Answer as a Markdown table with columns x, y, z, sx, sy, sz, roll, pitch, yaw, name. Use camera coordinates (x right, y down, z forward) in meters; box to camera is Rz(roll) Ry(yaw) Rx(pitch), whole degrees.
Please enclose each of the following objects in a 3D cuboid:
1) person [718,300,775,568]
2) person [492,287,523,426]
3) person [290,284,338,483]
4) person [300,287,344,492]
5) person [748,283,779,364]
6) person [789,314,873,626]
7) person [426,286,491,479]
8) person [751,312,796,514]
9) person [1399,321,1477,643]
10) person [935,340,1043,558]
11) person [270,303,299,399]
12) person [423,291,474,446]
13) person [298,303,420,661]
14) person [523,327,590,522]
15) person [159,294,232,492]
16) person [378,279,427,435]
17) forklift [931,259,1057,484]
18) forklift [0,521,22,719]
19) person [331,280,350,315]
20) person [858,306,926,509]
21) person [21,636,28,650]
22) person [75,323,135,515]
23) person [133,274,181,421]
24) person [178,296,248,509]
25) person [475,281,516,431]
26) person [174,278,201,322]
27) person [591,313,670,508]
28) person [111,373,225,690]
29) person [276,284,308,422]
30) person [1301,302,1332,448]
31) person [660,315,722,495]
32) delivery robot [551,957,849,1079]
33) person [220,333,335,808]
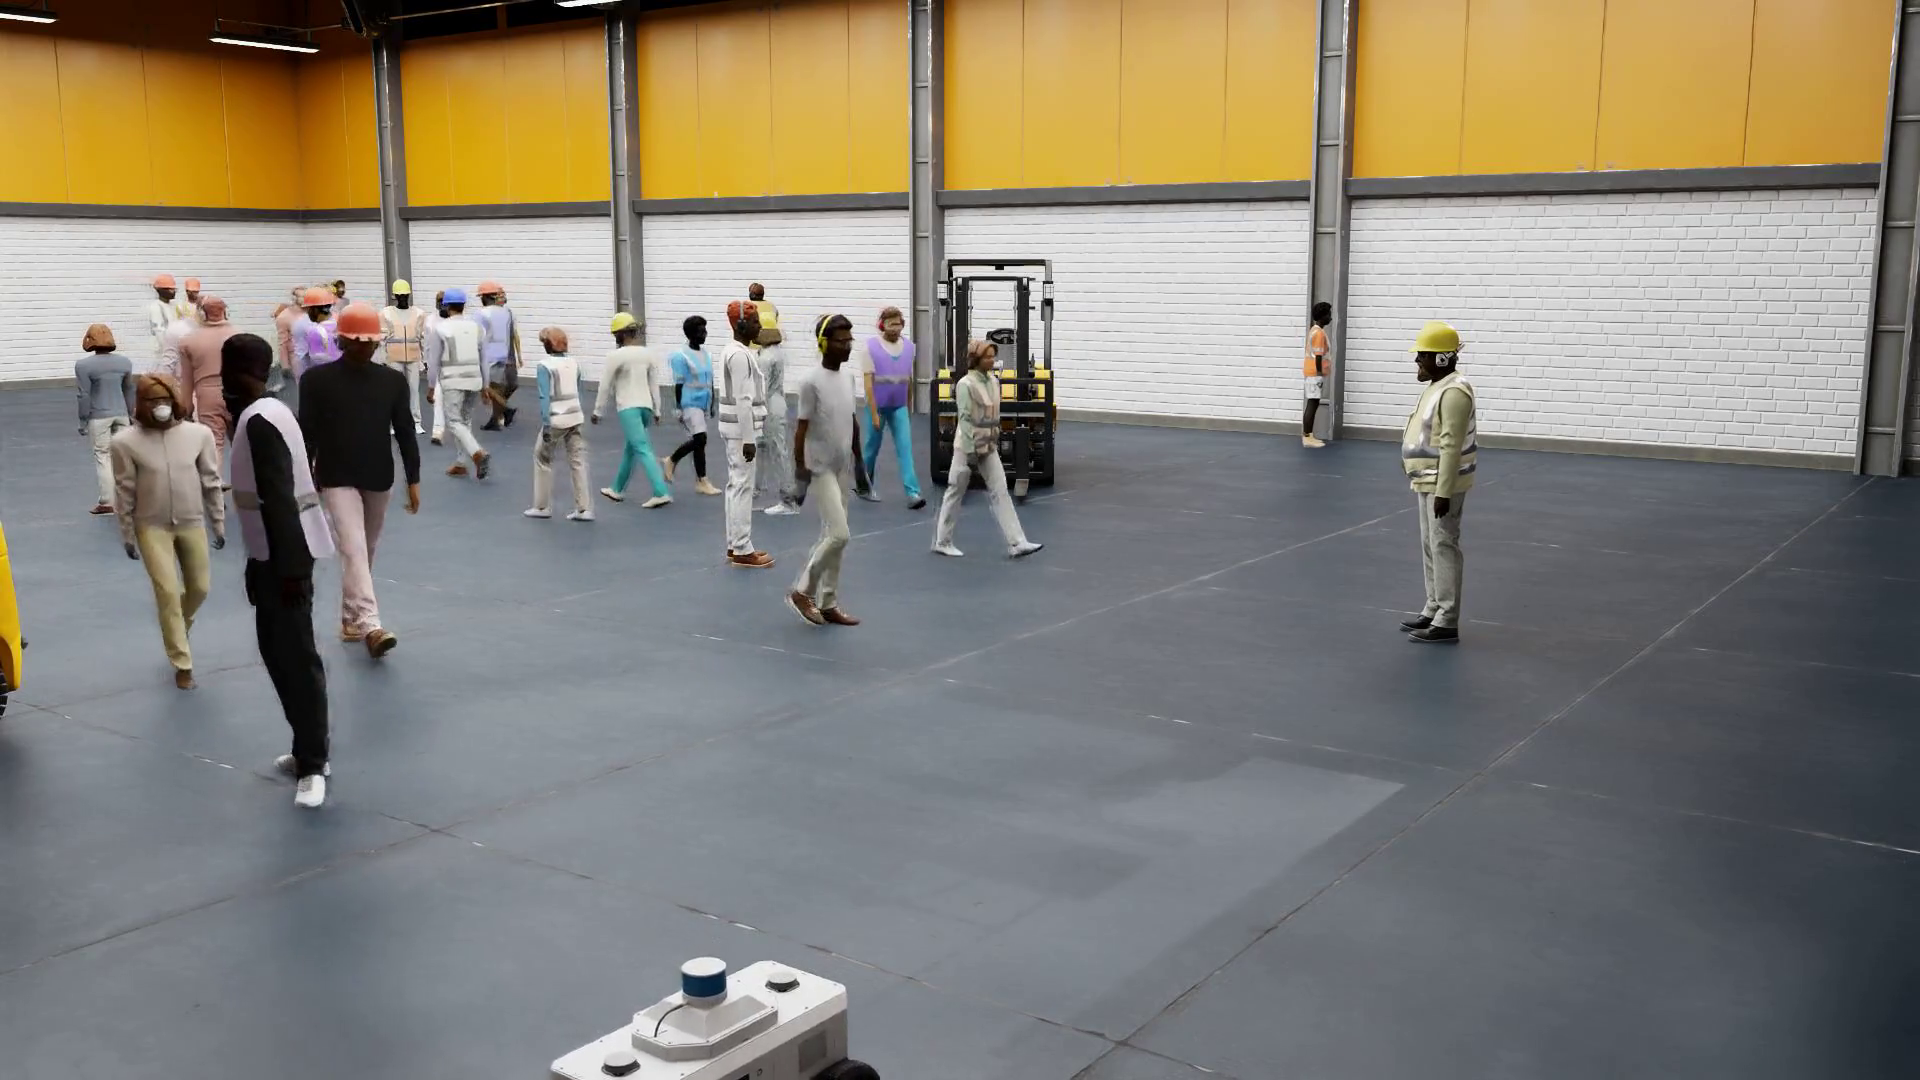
| x | y | z | sx | sy | sz | roll | pitch | yaw | name |
| --- | --- | --- | --- | --- | --- | --- | --- | --- | --- |
| -1.527 | -0.746 | 11.776 | 0.354 | 1.883 | 0.576 | -2 | 10 | -14 | person |
| -6.057 | -2.420 | 21.916 | 0.537 | 1.828 | 0.614 | -8 | 12 | -39 | person |
| -6.166 | -1.518 | 16.209 | 0.372 | 1.940 | 0.630 | 8 | 12 | 38 | person |
| -5.859 | -1.374 | 15.428 | 0.675 | 1.915 | 0.548 | 4 | 10 | 23 | person |
| -2.921 | -2.780 | 24.007 | 0.629 | 1.846 | 0.429 | -9 | 13 | -41 | person |
| -0.739 | -0.394 | 9.791 | 0.384 | 1.851 | 0.523 | 5 | 11 | 26 | person |
| -4.869 | -1.532 | 16.358 | 0.797 | 1.919 | 0.605 | 7 | 12 | 36 | person |
| -1.727 | -1.070 | 14.155 | 0.711 | 1.717 | 0.507 | 0 | 10 | 2 | person |
| 2.717 | -0.329 | 9.479 | 0.403 | 1.825 | 0.591 | 1 | 10 | 3 | person |
| 0.169 | -0.642 | 12.012 | 0.860 | 1.590 | 0.547 | 7 | 12 | 34 | person |
| -9.174 | -2.413 | 22.559 | 0.797 | 1.593 | 0.522 | -7 | 12 | -35 | person |
| -5.990 | -2.007 | 19.519 | 0.639 | 1.793 | 0.938 | -1 | 10 | -5 | person |
| -3.293 | -0.331 | 9.163 | 0.627 | 1.921 | 1.068 | -8 | 12 | -38 | person |
| -3.380 | -0.956 | 13.802 | 0.668 | 1.613 | 0.544 | 5 | 11 | 27 | person |
| -7.104 | -1.365 | 15.563 | 0.823 | 1.846 | 0.662 | 3 | 10 | 17 | person |
| -6.924 | -2.274 | 20.737 | 0.585 | 1.928 | 0.370 | -5 | 11 | -28 | person |
| 0.370 | -1.738 | 16.759 | 1.214 | 2.155 | 2.313 | 1 | 10 | 3 | forklift |
| -5.296 | -0.090 | 6.943 | 1.214 | 2.155 | 2.313 | 7 | 12 | 35 | forklift |
| -11.142 | -3.740 | 29.771 | 0.938 | 1.837 | 0.553 | 6 | 11 | 34 | person |
| -0.630 | -1.161 | 14.626 | 0.570 | 1.775 | 1.014 | -6 | 11 | -32 | person |
| -5.508 | -0.232 | 8.796 | 1.029 | 1.851 | 0.554 | 0 | 10 | 1 | person |
| -7.294 | -1.024 | 14.206 | 0.342 | 1.631 | 0.507 | 6 | 11 | 30 | person |
| -10.605 | -2.537 | 22.160 | 1.063 | 1.997 | 0.617 | 0 | 10 | 1 | person |
| -6.483 | -1.199 | 14.572 | 0.649 | 1.872 | 0.894 | -3 | 10 | -18 | person |
| -5.854 | -2.312 | 21.025 | 0.642 | 1.909 | 0.574 | 6 | 11 | 30 | person |
| -11.497 | -2.980 | 25.050 | 0.565 | 1.886 | 0.961 | -5 | 11 | -29 | person |
| -2.895 | -1.145 | 14.678 | 0.947 | 1.700 | 0.537 | 7 | 12 | 35 | person |
| -4.071 | -0.063 | 8.555 | 0.503 | 1.611 | 0.606 | -7 | 12 | -37 | person |
| -8.089 | -2.212 | 20.520 | 0.833 | 1.877 | 0.650 | 8 | 12 | 39 | person |
| 4.143 | -1.913 | 19.304 | 0.320 | 1.691 | 0.524 | 1 | 10 | 8 | person |
| -2.530 | -1.258 | 15.472 | 0.733 | 1.672 | 0.533 | 5 | 11 | 28 | person |
| -0.584 | 1.206 | 3.821 | 0.477 | 0.478 | 0.707 | 7 | 12 | 36 | delivery robot |
| -2.726 | 0.111 | 6.726 | 0.383 | 1.875 | 0.735 | -4 | 11 | -25 | person |
